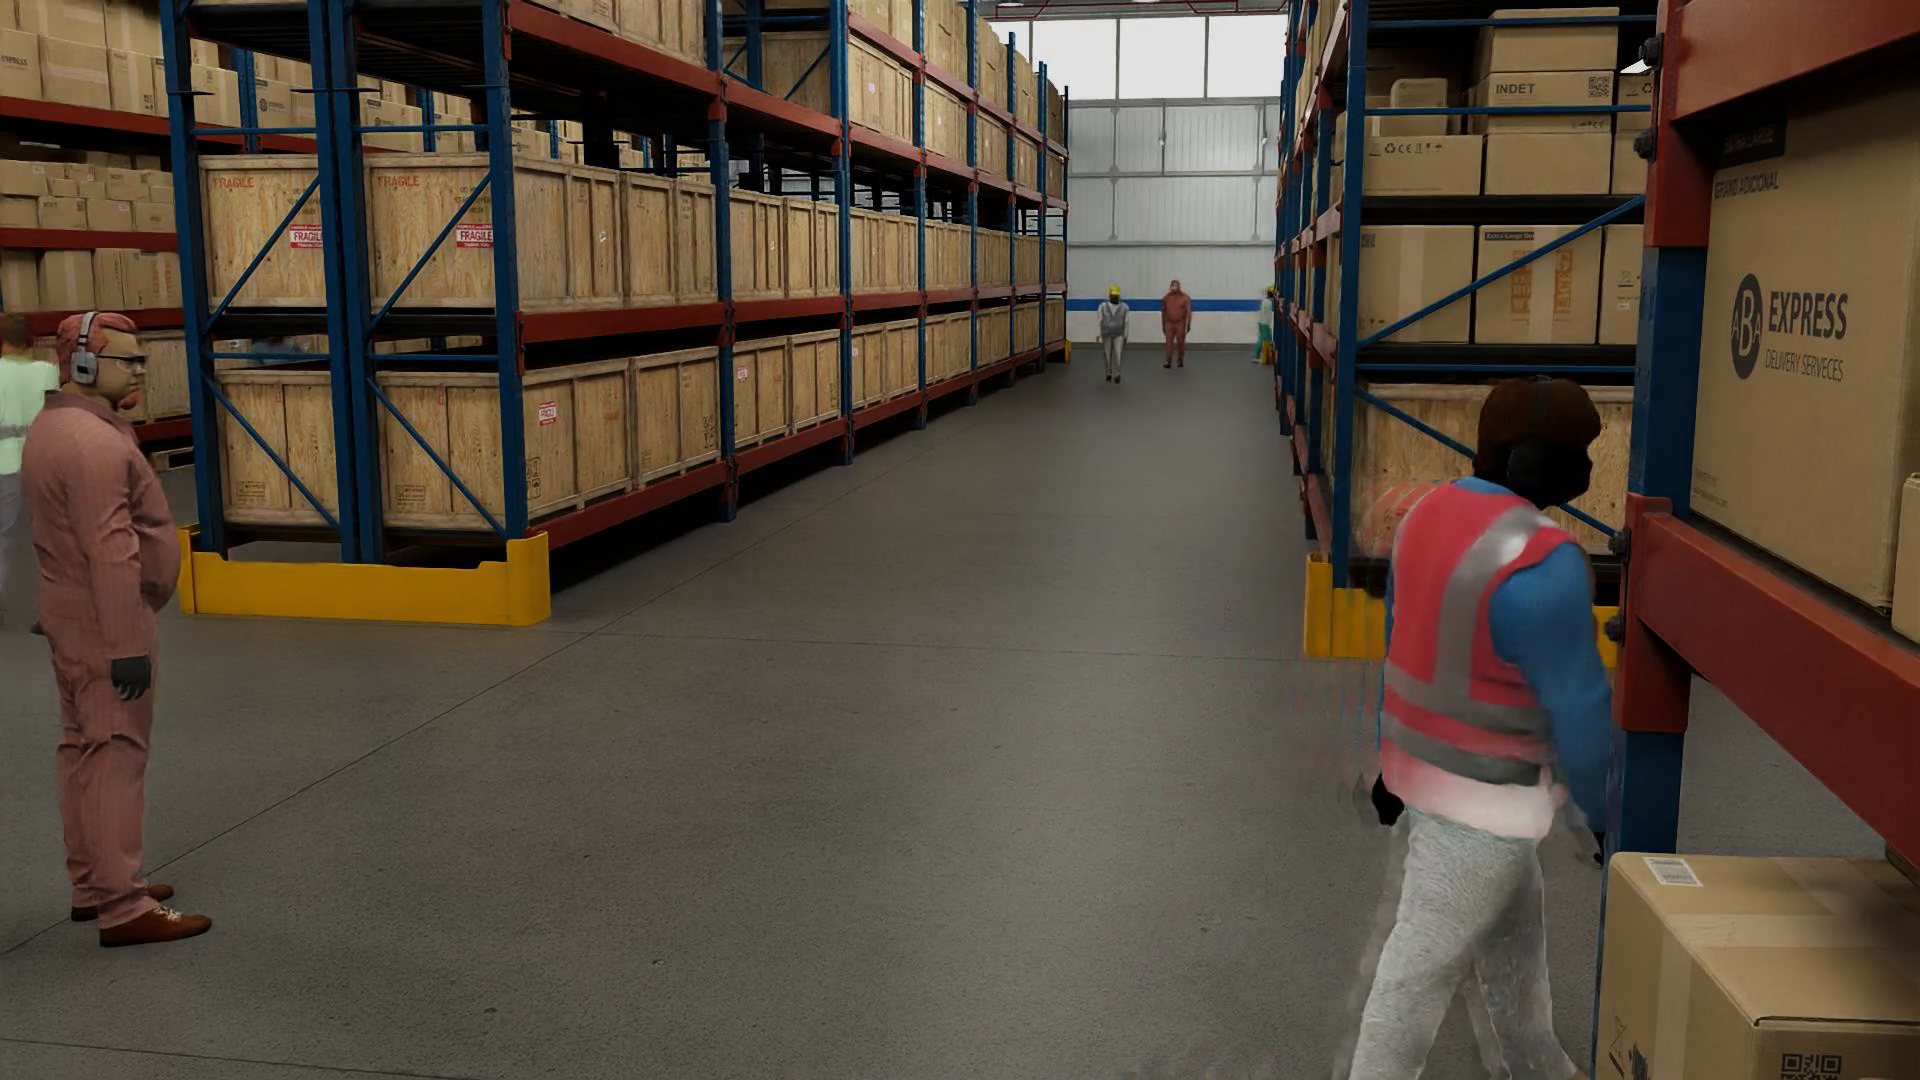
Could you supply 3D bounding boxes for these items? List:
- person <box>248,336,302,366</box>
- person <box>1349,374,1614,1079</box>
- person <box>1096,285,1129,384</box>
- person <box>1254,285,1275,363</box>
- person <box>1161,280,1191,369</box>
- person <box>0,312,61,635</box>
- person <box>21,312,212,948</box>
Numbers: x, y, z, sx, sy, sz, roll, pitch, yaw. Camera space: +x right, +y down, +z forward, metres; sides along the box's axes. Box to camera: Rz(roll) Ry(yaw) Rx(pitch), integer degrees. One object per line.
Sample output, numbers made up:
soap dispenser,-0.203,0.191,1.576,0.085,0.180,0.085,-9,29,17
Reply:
person,-6.874,-1.483,16.792,0.536,1.610,0.485,-2,9,-14
person,1.241,0.546,3.623,0.882,1.800,0.629,-1,9,-4
person,2.800,-3.771,30.501,0.594,1.788,0.958,1,9,7
person,6.868,-4.800,37.012,0.657,1.728,0.544,0,9,-1
person,4.568,-4.552,35.115,0.658,1.862,1.001,3,10,17
person,-5.328,-0.374,9.368,0.971,1.787,0.586,7,12,38
person,-2.572,0.266,5.063,0.399,1.905,0.643,-7,12,-38
